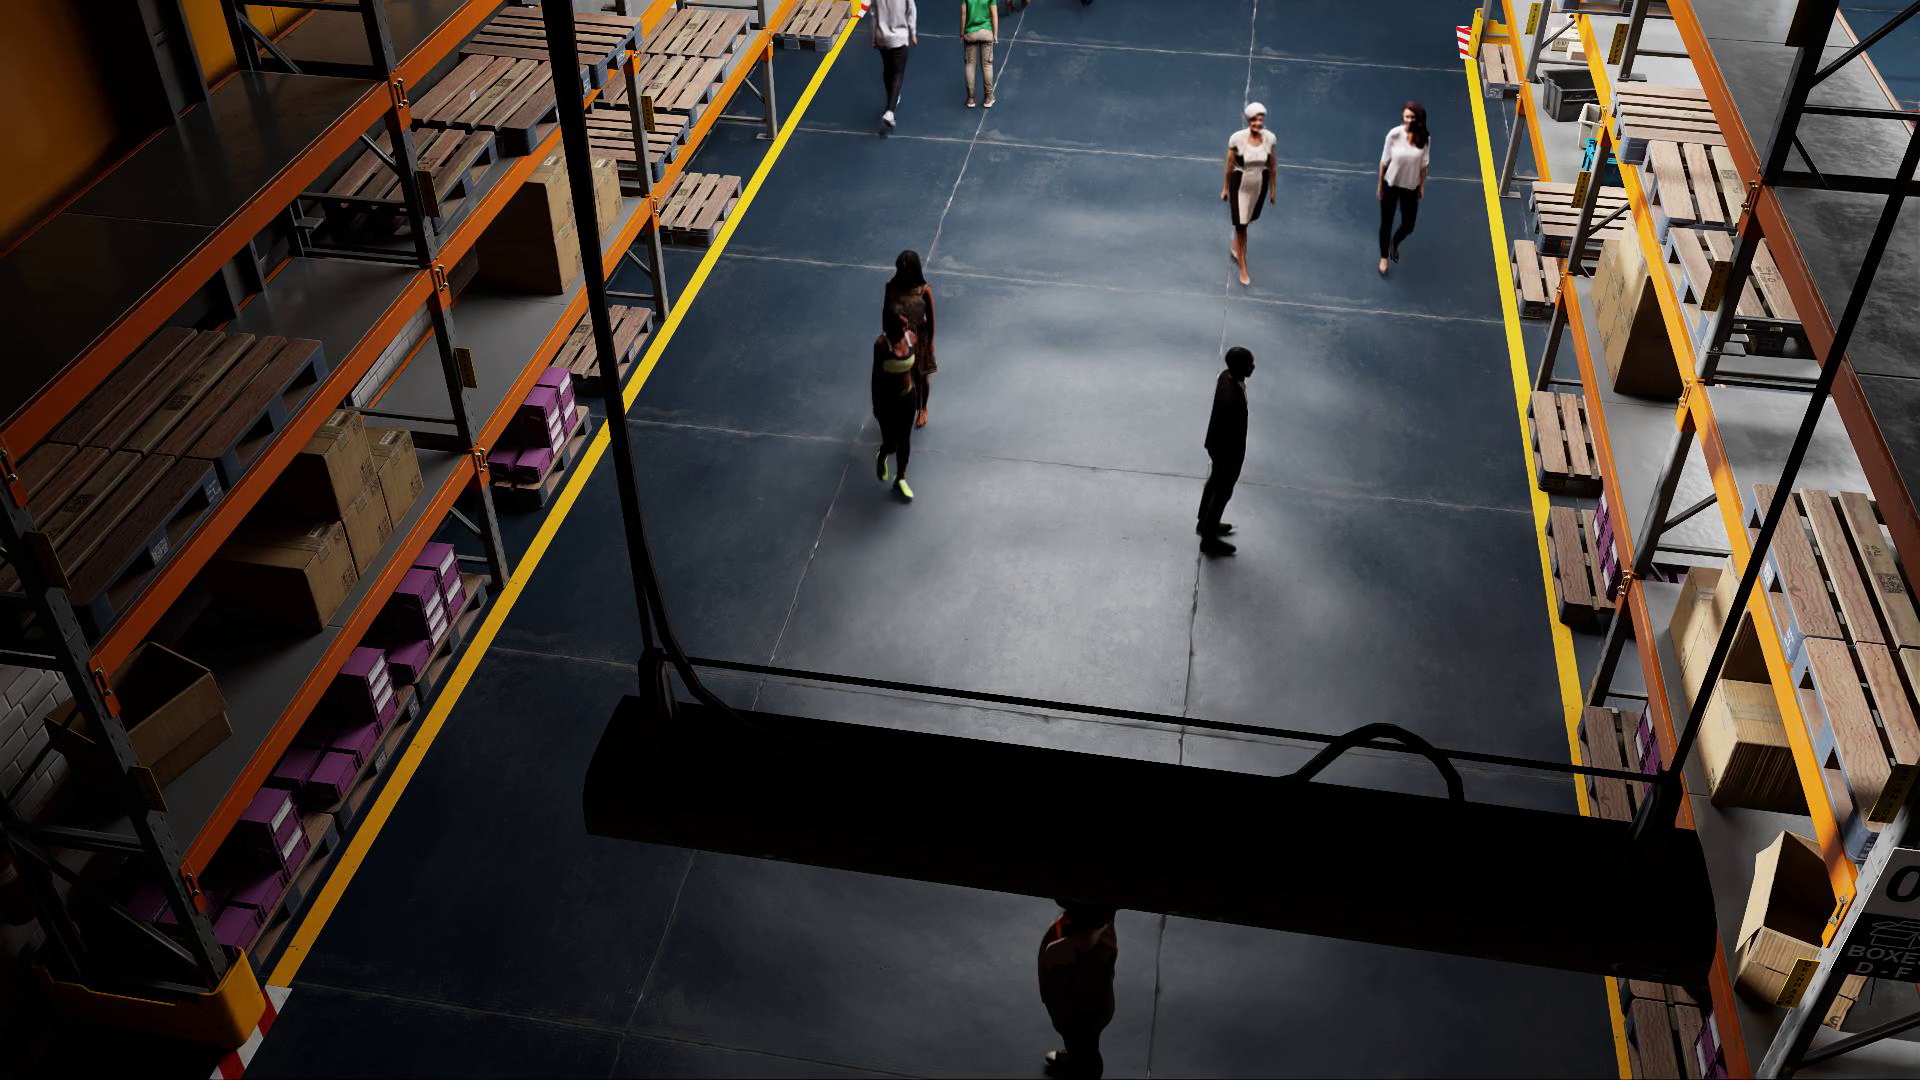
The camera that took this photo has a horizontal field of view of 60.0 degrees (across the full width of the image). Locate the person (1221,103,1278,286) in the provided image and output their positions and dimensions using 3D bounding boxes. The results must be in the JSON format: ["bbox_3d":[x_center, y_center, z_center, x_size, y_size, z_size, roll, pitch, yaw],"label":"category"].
[{"bbox_3d":[2.777,-3.415,16.107,0.840,1.710,1.145,-3,39,-4],"label":"person"}]

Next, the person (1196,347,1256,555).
[{"bbox_3d":[2.015,-0.694,12.630,0.746,1.799,0.531,0,39,0],"label":"person"}]

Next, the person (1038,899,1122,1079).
[{"bbox_3d":[0.670,2.325,8.773,0.786,1.894,0.655,0,39,0],"label":"person"}]

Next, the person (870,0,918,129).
[{"bbox_3d":[-0.784,-5.600,18.696,0.722,1.894,1.187,10,40,12],"label":"person"}]

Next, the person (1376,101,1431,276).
[{"bbox_3d":[4.235,-3.423,16.061,0.634,1.781,0.649,3,39,4],"label":"person"}]

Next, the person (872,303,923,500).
[{"bbox_3d":[-0.549,-1.149,13.241,0.765,1.747,0.833,-18,42,-21],"label":"person"}]

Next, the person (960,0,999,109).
[{"bbox_3d":[0.213,-5.808,19.152,0.621,1.651,0.561,1,39,2],"label":"person"}]

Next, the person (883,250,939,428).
[{"bbox_3d":[-0.420,-1.710,14.026,0.667,1.644,0.548,10,40,12],"label":"person"}]

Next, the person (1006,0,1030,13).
[{"bbox_3d":[0.727,-7.357,21.607,0.587,1.007,0.783,21,43,24],"label":"person"}]
